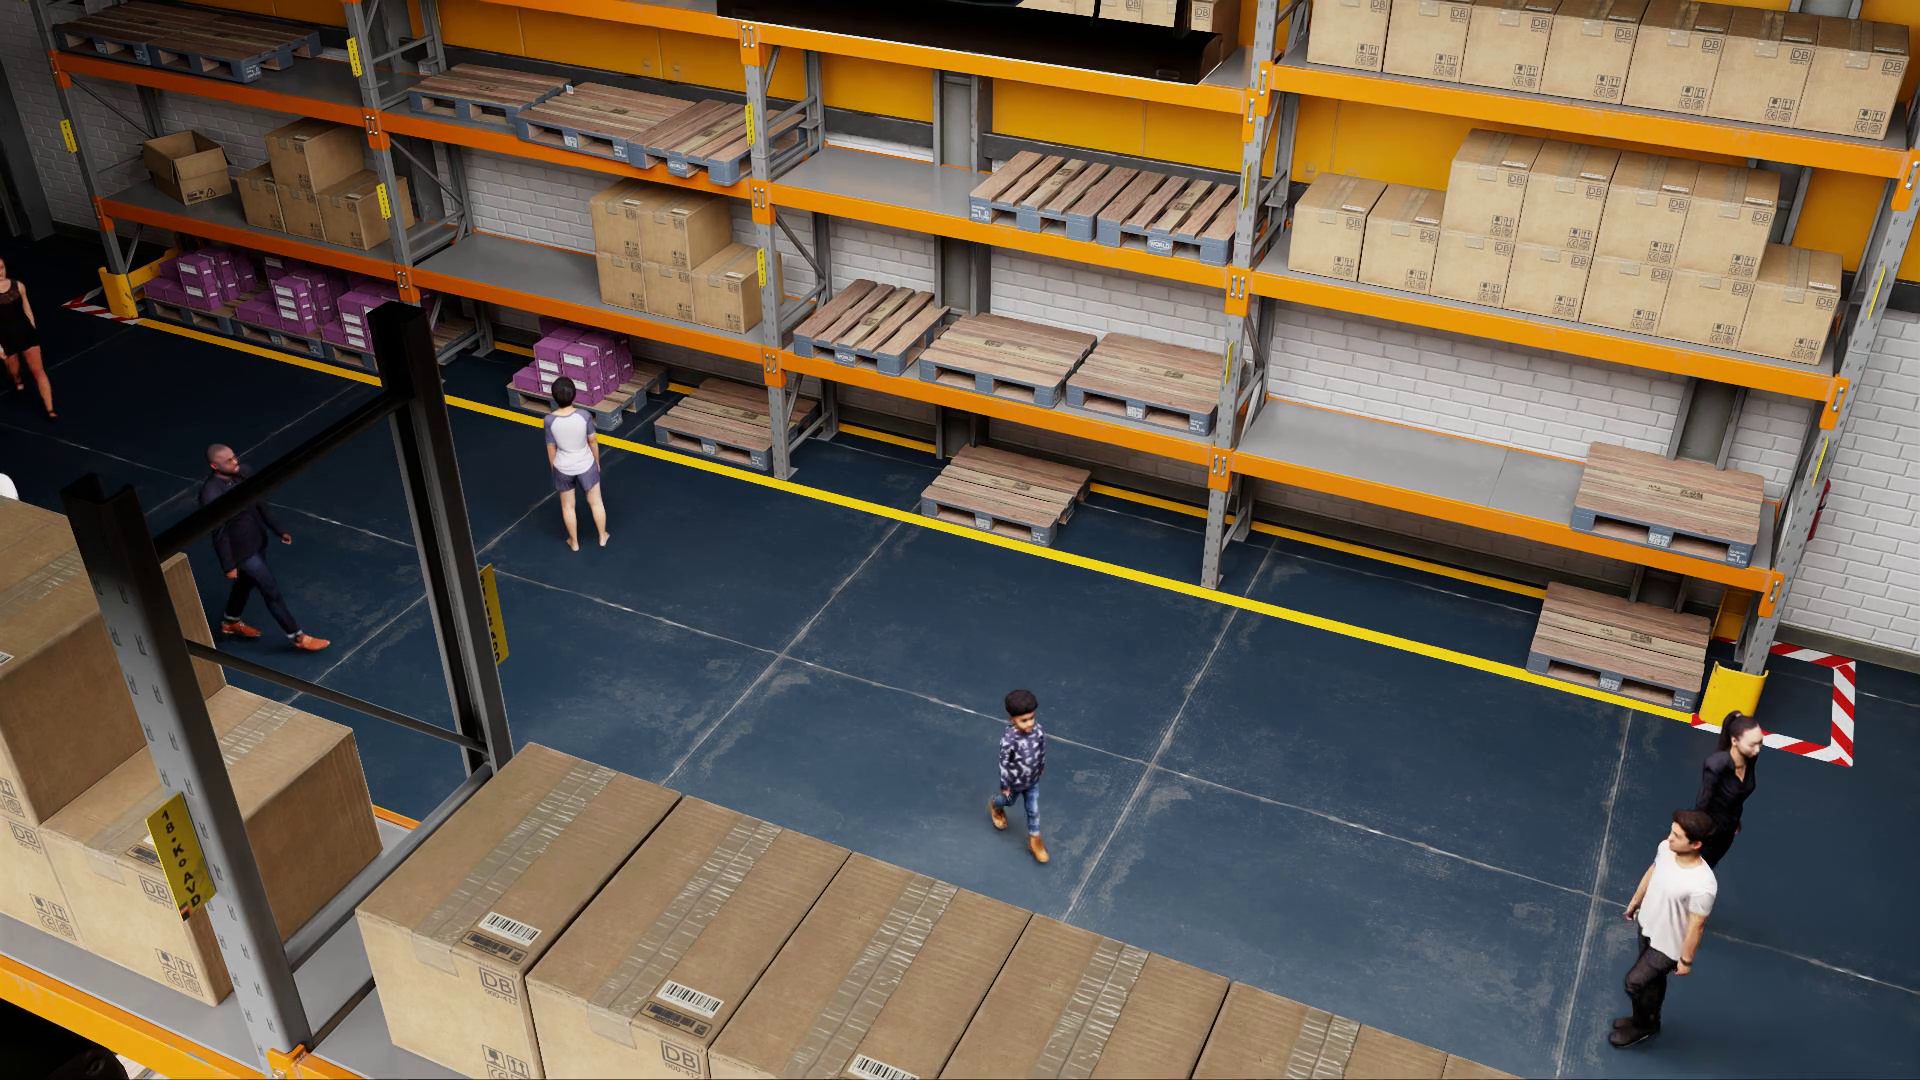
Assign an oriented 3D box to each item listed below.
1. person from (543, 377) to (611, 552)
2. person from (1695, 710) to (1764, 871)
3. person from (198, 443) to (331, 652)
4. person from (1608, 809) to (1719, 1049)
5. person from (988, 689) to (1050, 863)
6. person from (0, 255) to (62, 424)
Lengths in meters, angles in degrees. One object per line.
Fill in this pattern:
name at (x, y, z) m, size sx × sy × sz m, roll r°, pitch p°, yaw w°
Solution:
person at (-3.157, -0.628, 13.614) m, size 0.639 × 1.565 × 0.711 m, roll -9°, pitch 35°, yaw -13°
person at (4.483, 1.730, 9.935) m, size 0.644 × 1.711 × 0.670 m, roll -17°, pitch 37°, yaw -23°
person at (-5.389, 0.057, 12.388) m, size 1.250 × 1.781 × 0.973 m, roll 3°, pitch 34°, yaw 5°
person at (4.014, 2.173, 9.267) m, size 0.756 × 1.712 × 0.755 m, roll -1°, pitch 34°, yaw -2°
person at (0.364, 1.467, 10.763) m, size 0.800 × 1.232 × 0.909 m, roll -16°, pitch 37°, yaw -22°
person at (-8.810, -1.909, 15.467) m, size 0.889 × 1.647 × 1.121 m, roll -23°, pitch 40°, yaw -30°
